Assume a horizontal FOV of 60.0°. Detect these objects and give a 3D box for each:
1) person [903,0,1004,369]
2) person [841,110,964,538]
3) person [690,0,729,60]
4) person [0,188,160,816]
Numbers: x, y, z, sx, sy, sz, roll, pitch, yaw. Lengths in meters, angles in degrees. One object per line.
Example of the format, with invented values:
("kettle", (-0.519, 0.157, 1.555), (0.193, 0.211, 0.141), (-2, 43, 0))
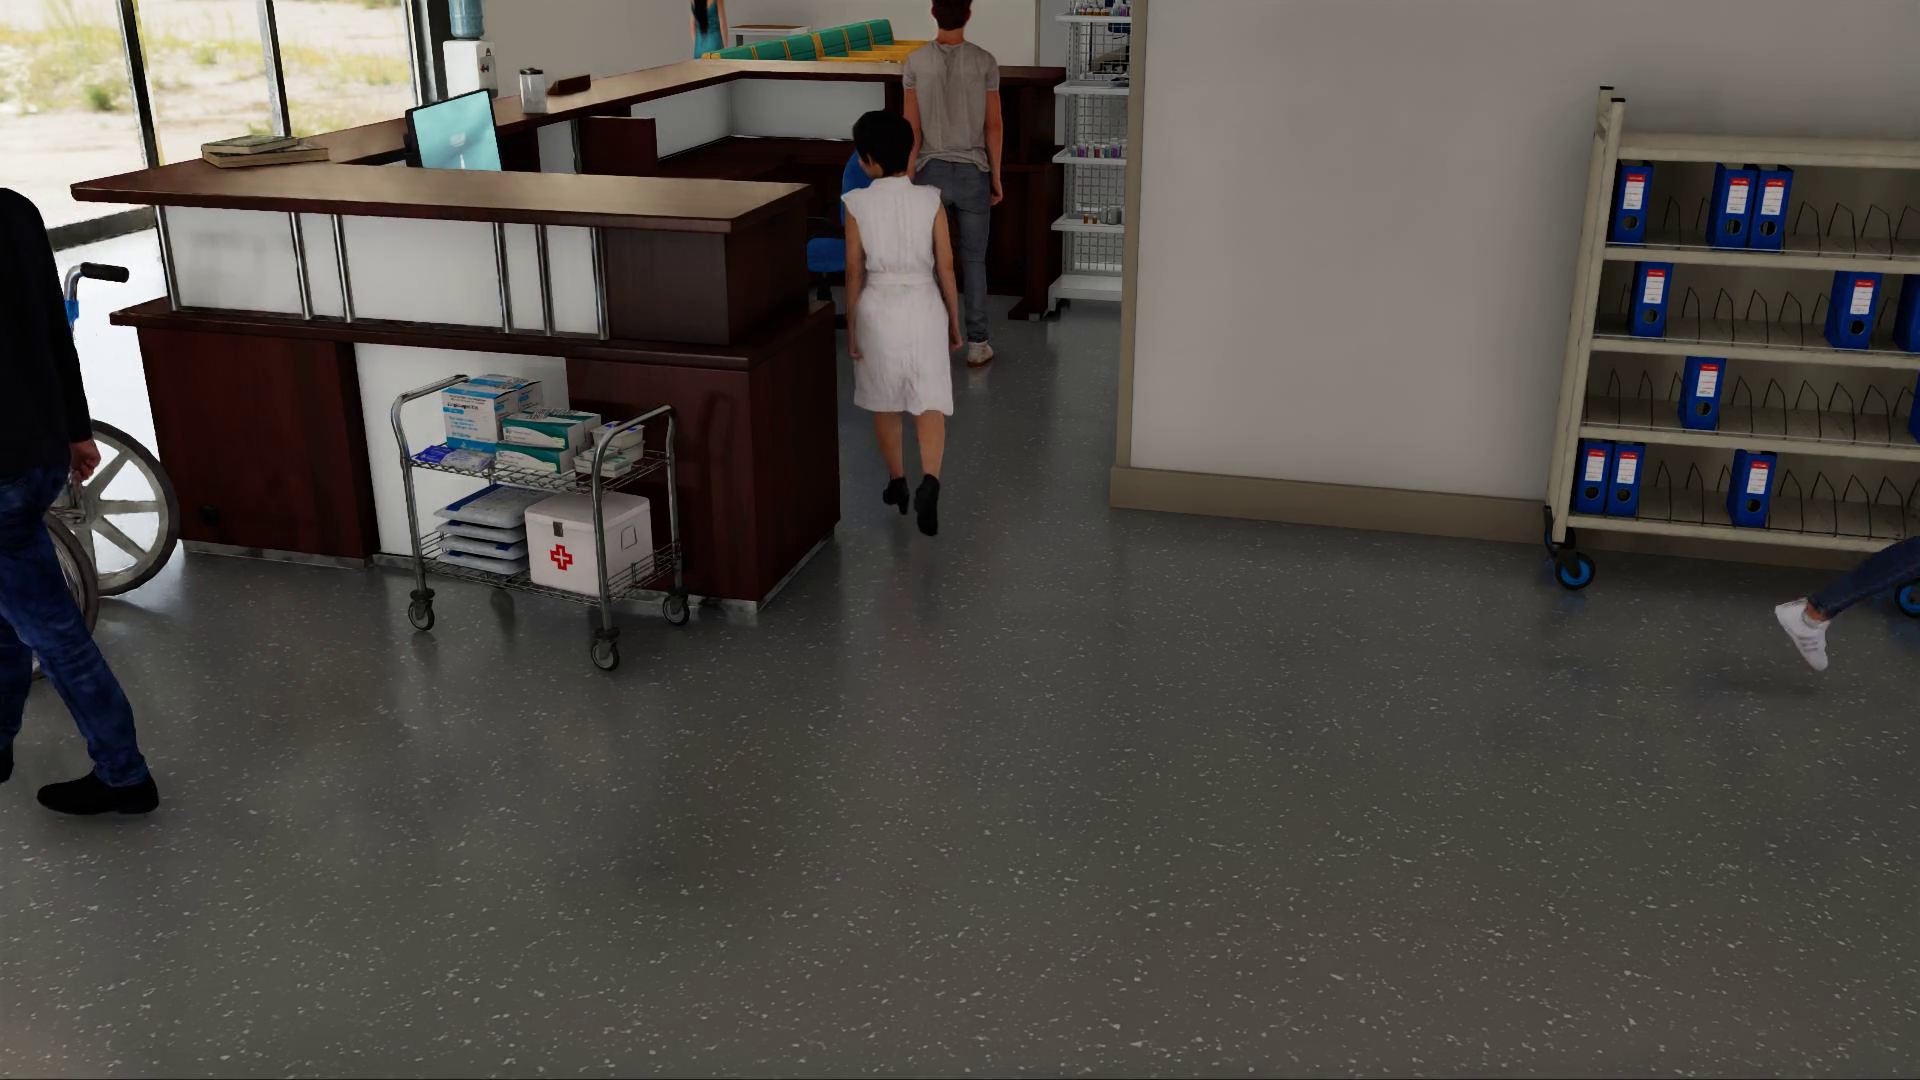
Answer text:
("person", (-0.039, -1.797, 8.230), (0.605, 1.893, 0.775), (-1, 21, -2))
("person", (-0.202, -0.721, 5.913), (0.978, 1.521, 0.875), (-2, 21, -6))
("person", (-2.520, -4.901, 16.716), (0.435, 1.686, 0.629), (7, 22, 18))
("person", (-2.219, -0.166, 3.966), (1.000, 1.861, 0.754), (3, 21, 7))
